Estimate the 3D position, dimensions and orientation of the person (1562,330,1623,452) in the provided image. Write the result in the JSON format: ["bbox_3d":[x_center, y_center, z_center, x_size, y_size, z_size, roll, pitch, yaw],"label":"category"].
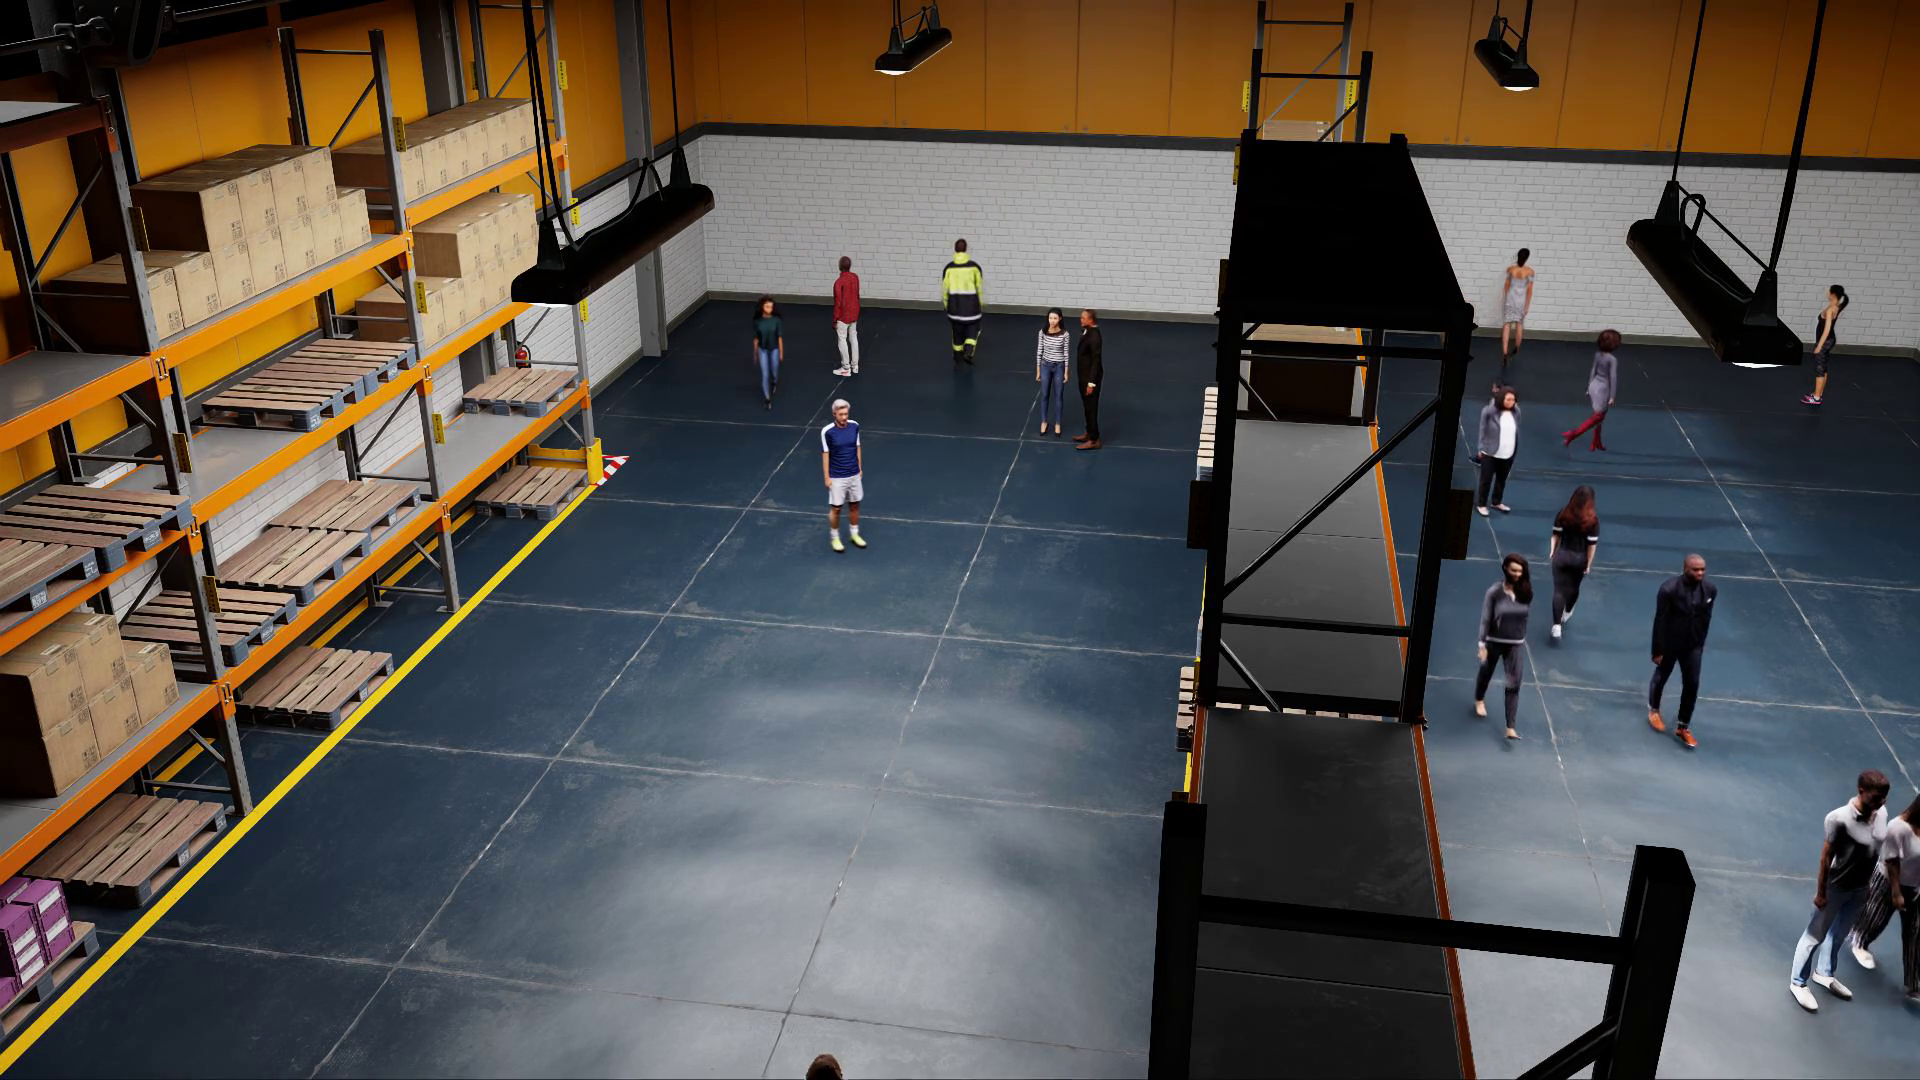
[{"bbox_3d":[8.335,-1.908,21.826,0.955,1.689,1.050,-7,25,-16],"label":"person"}]

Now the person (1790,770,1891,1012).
[{"bbox_3d":[6.219,2.421,11.715,0.725,1.857,0.724,-9,25,-19],"label":"person"}]

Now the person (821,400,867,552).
[{"bbox_3d":[-1.344,-0.768,19.044,0.729,1.830,0.778,-14,27,-29],"label":"person"}]

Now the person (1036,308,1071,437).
[{"bbox_3d":[1.261,-2.280,22.544,0.585,1.796,0.470,4,24,10],"label":"person"}]

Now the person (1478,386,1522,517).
[{"bbox_3d":[6.503,-1.098,20.085,0.782,1.599,0.785,-6,24,-13],"label":"person"}]

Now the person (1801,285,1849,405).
[{"bbox_3d":[12.414,-2.810,23.844,0.721,1.726,0.628,18,30,36],"label":"person"}]

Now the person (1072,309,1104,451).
[{"bbox_3d":[1.731,-2.153,22.119,0.818,1.904,0.612,-1,24,-1],"label":"person"}]

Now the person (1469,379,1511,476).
[{"bbox_3d":[6.916,-1.423,21.290,0.867,1.230,0.884,-18,29,-35],"label":"person"}]

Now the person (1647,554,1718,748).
[{"bbox_3d":[6.539,0.923,15.214,0.826,1.799,0.959,0,24,-1],"label":"person"}]

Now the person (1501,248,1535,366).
[{"bbox_3d":[8.446,-3.528,25.406,0.775,1.792,1.027,12,26,25],"label":"person"}]

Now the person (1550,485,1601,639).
[{"bbox_3d":[6.226,0.248,17.005,0.772,1.601,1.138,10,25,21],"label":"person"}]

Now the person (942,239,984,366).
[{"bbox_3d":[0.058,-3.584,25.313,0.777,1.968,0.847,3,24,8],"label":"person"}]

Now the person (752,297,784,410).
[{"bbox_3d":[-2.739,-2.711,23.779,0.736,1.597,0.974,-1,24,-3],"label":"person"}]

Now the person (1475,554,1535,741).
[{"bbox_3d":[4.961,0.923,15.318,0.805,1.715,1.165,-1,24,-2],"label":"person"}]

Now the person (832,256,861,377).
[{"bbox_3d":[-1.702,-3.392,25.060,0.814,1.819,0.701,19,30,36],"label":"person"}]

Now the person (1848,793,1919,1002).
[{"bbox_3d":[6.725,2.432,11.966,0.814,1.635,1.143,-1,24,-2],"label":"person"}]
